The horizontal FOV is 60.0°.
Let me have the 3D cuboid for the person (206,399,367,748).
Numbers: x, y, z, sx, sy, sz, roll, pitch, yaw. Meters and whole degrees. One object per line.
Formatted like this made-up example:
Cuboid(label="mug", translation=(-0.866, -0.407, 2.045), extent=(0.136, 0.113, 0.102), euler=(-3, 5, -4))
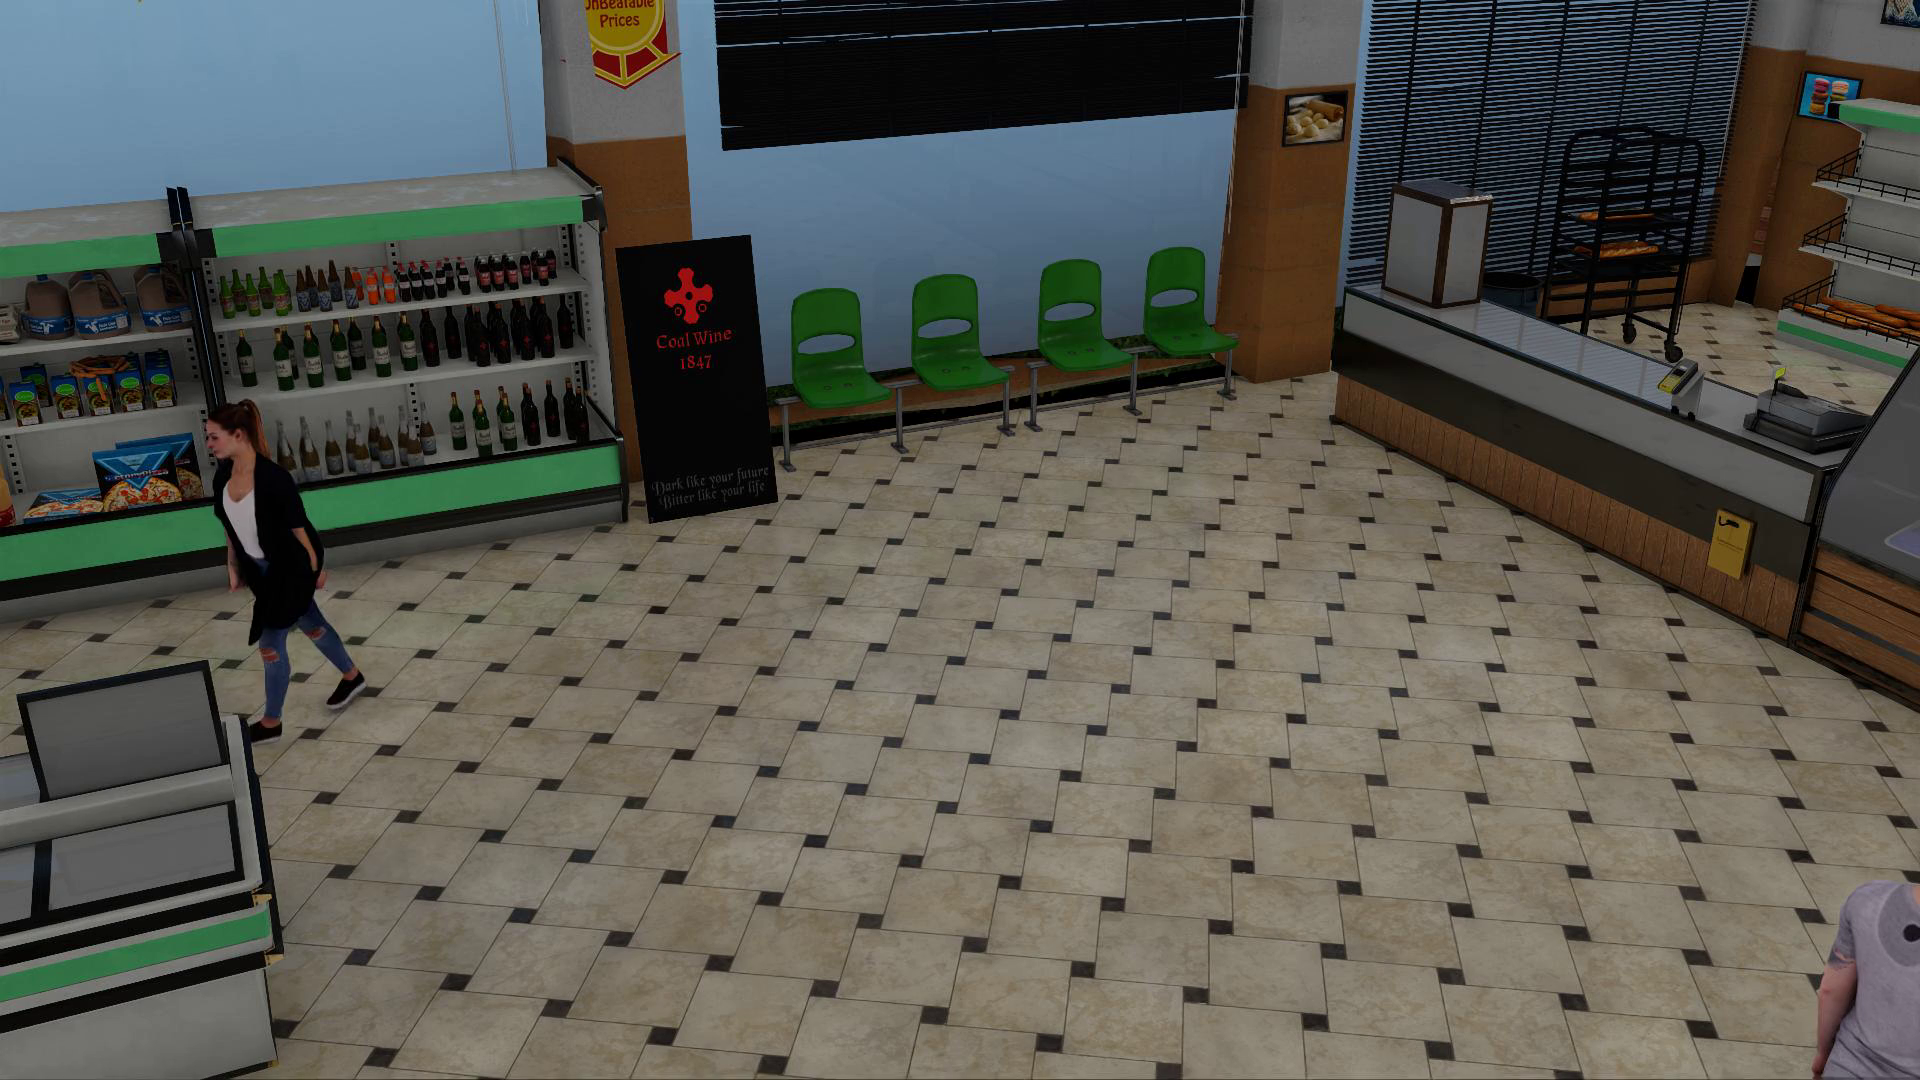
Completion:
Cuboid(label="person", translation=(-3.103, 0.117, 7.812), extent=(0.964, 1.640, 1.117), euler=(11, 26, 24))
